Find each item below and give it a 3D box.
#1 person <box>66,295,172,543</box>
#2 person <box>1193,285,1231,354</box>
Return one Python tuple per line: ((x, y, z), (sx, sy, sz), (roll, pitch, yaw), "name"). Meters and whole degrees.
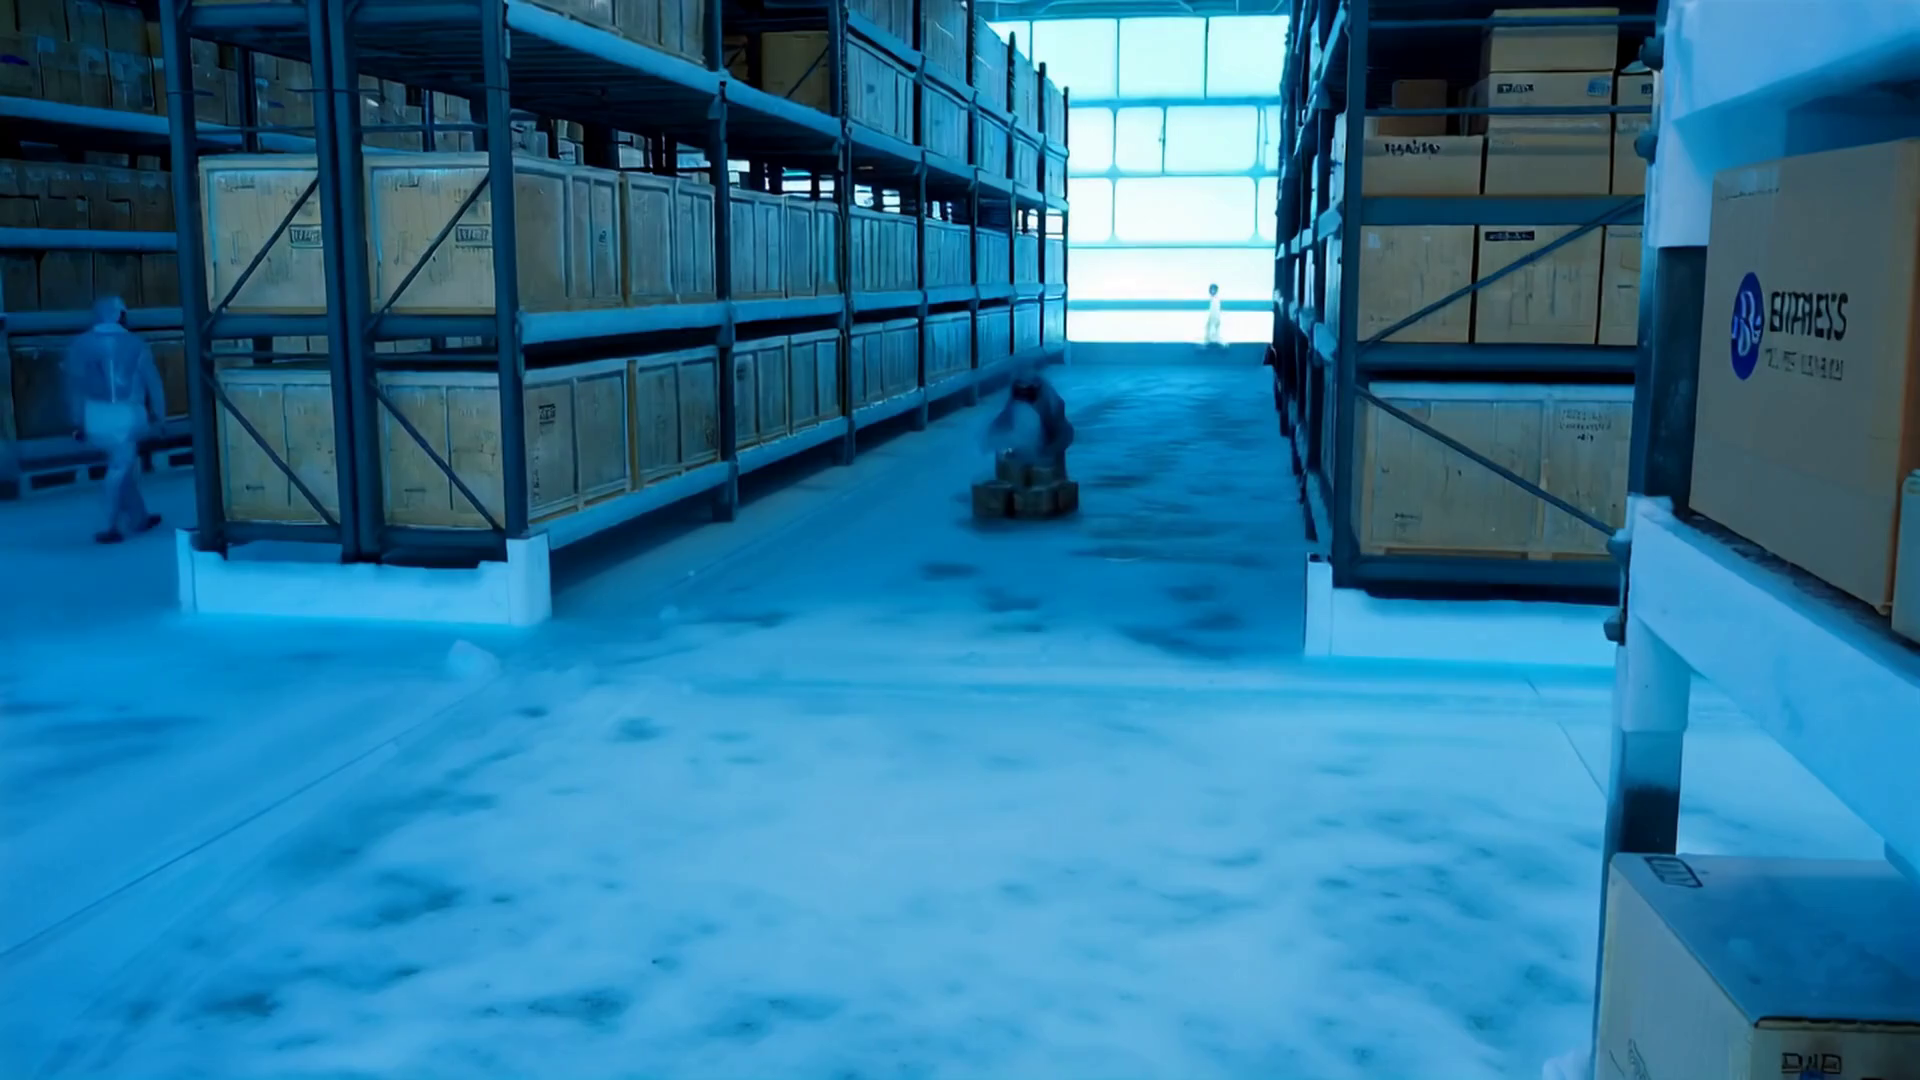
((-6.362, -0.925, 12.620), (0.656, 1.853, 1.020), (1, 9, 5), "person")
((6.238, -5.395, 40.806), (0.911, 1.707, 0.563), (1, 9, 9), "person")
